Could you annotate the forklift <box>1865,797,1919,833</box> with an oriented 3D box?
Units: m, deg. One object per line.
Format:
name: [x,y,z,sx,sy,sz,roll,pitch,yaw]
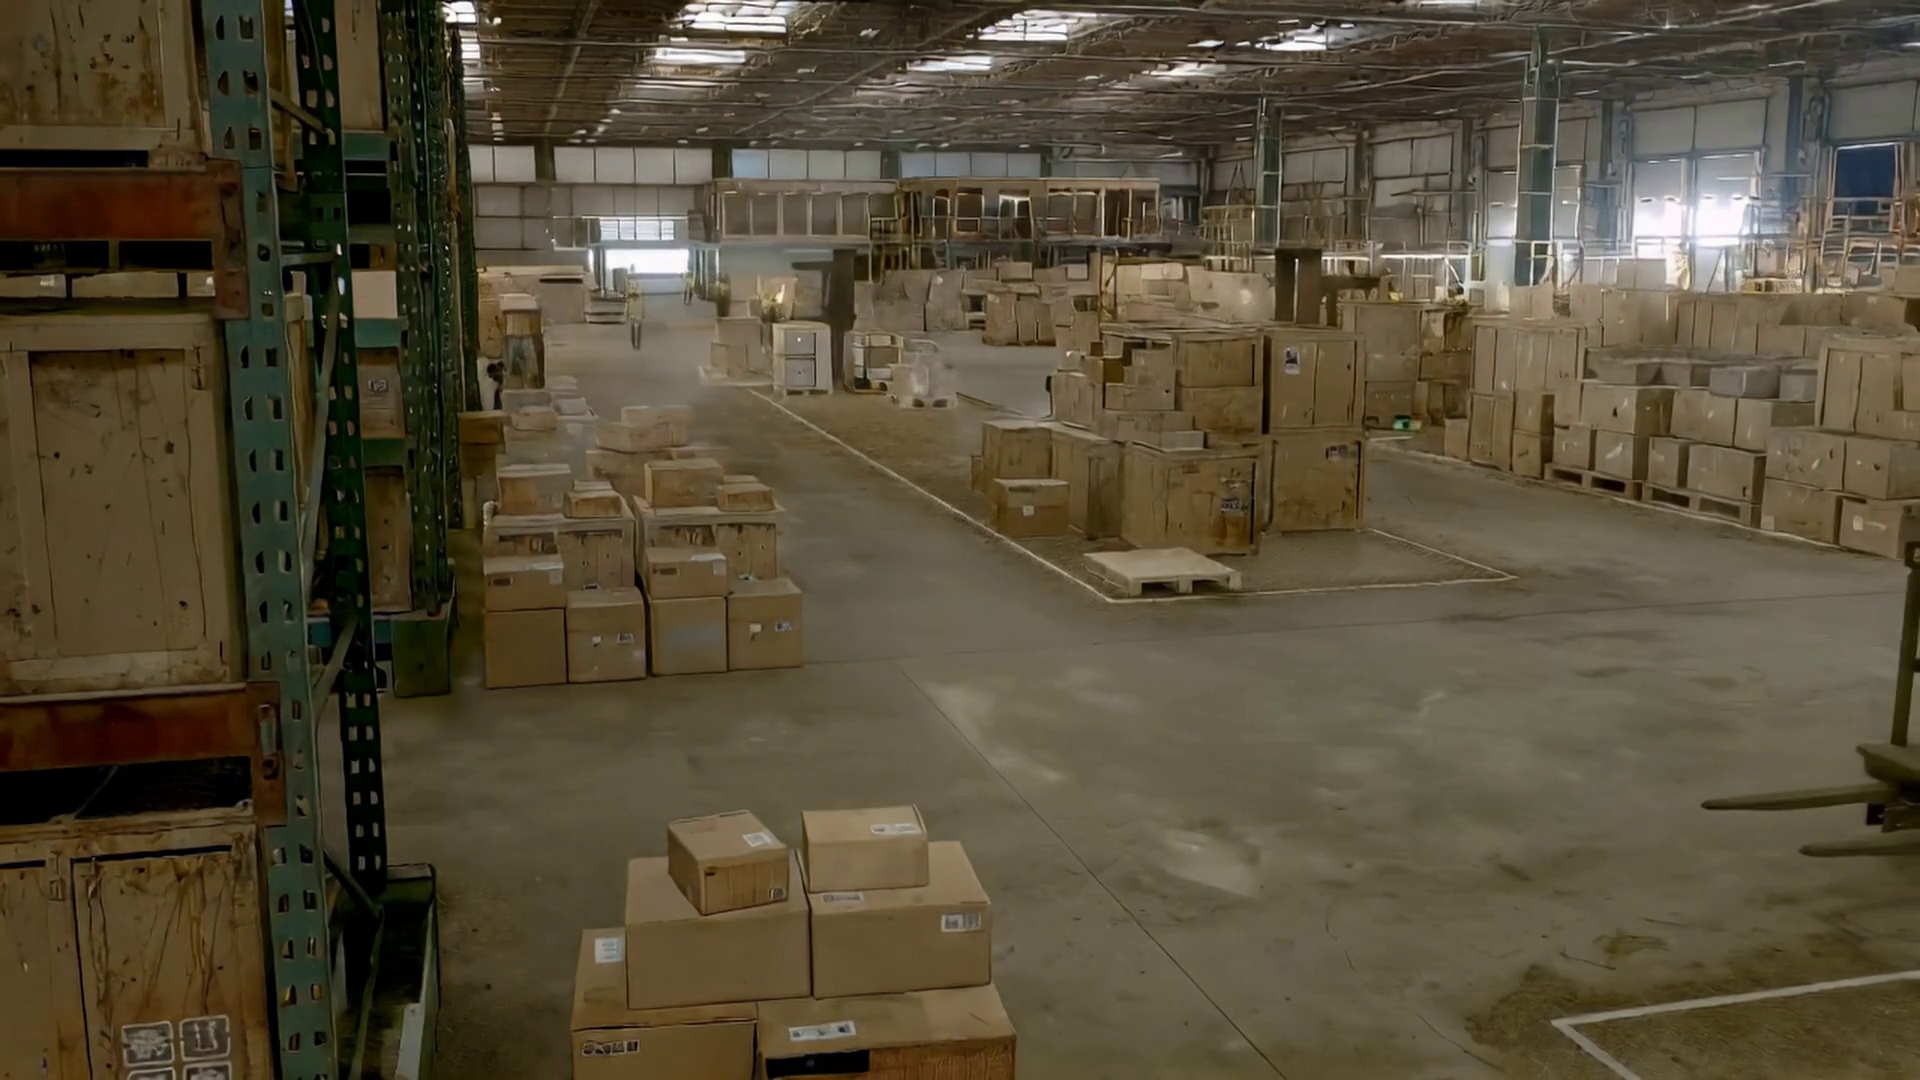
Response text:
forklift: [5.487,0.095,7.636,1.873,2.768,1.129,-3,10,-15]

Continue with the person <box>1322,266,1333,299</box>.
person: [19.109,-13.336,86.374,0.592,1.930,0.939,-6,12,-32]

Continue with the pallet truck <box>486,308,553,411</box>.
pallet truck: [-6.242,-2.418,24.362,0.823,1.965,1.885,1,10,3]

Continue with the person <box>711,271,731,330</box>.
person: [-8.139,-8.189,56.919,0.701,2.000,0.536,3,10,17]

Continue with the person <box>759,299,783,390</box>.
person: [-3.769,-3.960,33.619,0.561,1.827,0.857,3,10,15]

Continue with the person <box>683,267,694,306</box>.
person: [-13.176,-12.288,80.574,0.584,1.882,0.349,5,11,25]

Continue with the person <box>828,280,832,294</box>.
person: [-4.396,-8.180,57.723,0.542,1.739,0.580,6,12,32]

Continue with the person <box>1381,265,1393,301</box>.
person: [20.746,-12.371,80.862,0.601,1.948,0.386,7,12,33]

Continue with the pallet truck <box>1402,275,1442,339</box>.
pallet truck: [14.620,-7.324,52.145,0.823,1.965,1.885,8,13,40]

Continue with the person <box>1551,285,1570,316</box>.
person: [14.883,-5.366,41.285,0.585,1.918,0.378,4,11,21]

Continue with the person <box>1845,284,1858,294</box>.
person: [22.803,-5.597,42.631,0.555,1.904,0.861,-10,14,-44]

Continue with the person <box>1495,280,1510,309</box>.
person: [19.090,-8.296,58.500,0.533,1.697,0.318,-2,10,-11]

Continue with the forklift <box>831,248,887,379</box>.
forklift: [-2.476,-4.858,35.683,1.873,2.768,1.129,-3,10,-15]

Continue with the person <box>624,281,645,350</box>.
person: [-9.009,-6.213,46.075,0.563,1.918,0.466,-3,10,-15]

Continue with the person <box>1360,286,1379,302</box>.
person: [14.575,-8.479,59.257,0.627,1.799,0.954,-3,10,-14]

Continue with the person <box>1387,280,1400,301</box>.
person: [12.083,-6.275,46.428,0.393,1.920,0.587,8,13,38]

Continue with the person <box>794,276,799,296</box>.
person: [-5.841,-8.378,58.643,0.998,1.827,0.507,5,11,27]

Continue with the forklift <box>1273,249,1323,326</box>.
forklift: [4.855,-2.824,24.162,1.873,2.768,1.129,-3,10,-15]

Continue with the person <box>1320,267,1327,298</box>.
person: [17.488,-12.319,80.793,0.660,1.865,0.470,1,10,8]

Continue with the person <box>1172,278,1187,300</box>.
person: [6.514,-6.691,48.744,0.627,1.934,0.372,0,10,-2]

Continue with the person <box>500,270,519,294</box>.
person: [-16.636,-8.941,61.271,0.811,2.010,0.635,10,14,43]

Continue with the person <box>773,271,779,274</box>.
person: [-6.688,-8.937,61.344,0.693,1.975,0.620,5,11,24]
